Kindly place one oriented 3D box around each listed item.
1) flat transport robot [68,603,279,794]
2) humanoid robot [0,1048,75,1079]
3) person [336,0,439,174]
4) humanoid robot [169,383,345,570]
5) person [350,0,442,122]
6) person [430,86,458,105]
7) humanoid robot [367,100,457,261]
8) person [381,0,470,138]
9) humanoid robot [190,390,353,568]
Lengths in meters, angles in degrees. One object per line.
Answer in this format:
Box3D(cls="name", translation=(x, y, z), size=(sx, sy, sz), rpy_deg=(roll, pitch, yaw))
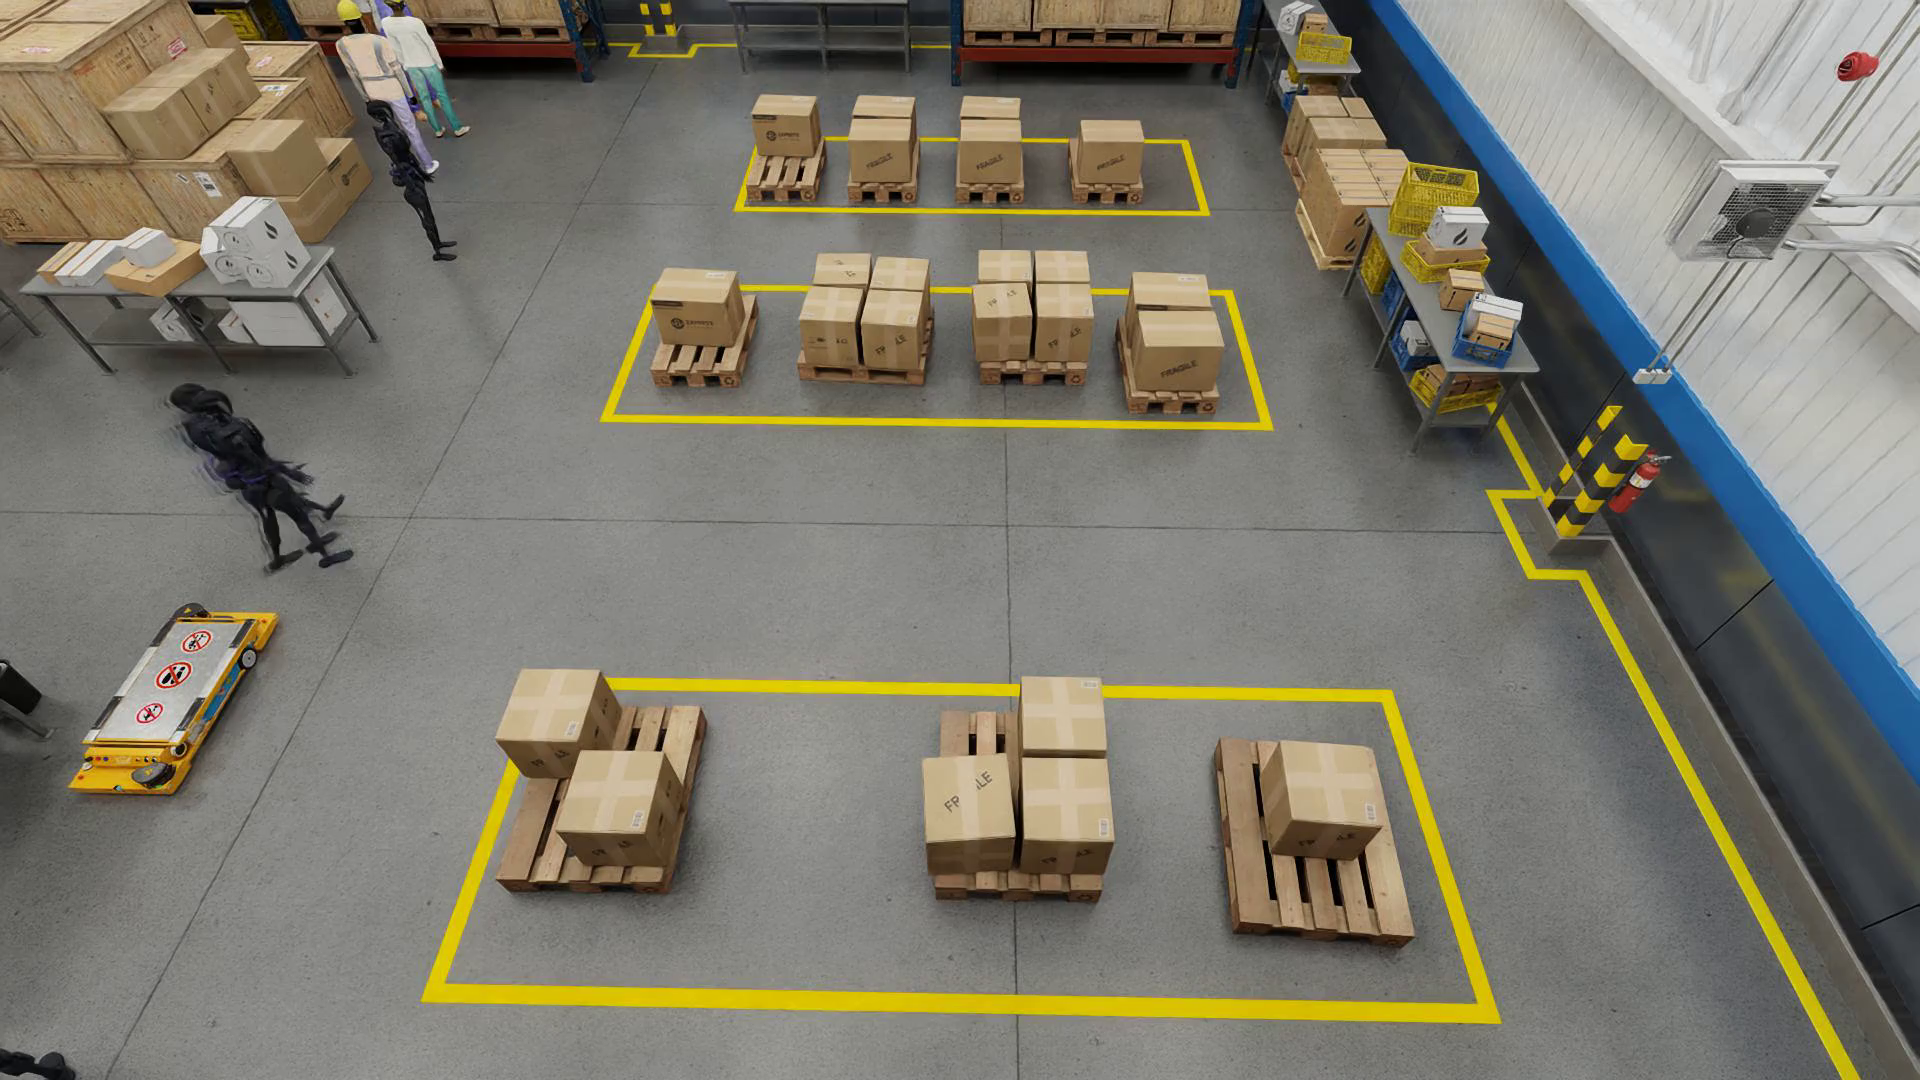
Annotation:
Box3D(cls="flat transport robot", translation=(-5.504, 1.072, 6.442), size=(0.652, 0.197, 1.431), rpy_deg=(1, 50, 1))
Box3D(cls="humanoid robot", translation=(-5.055, 2.473, 4.350), size=(0.328, 1.652, 0.573), rpy_deg=(18, 52, 14))
Box3D(cls="person", translation=(-6.724, -5.253, 10.734), size=(0.588, 1.919, 0.404), rpy_deg=(-7, 50, -6))
Box3D(cls="humanoid robot", translation=(-5.299, -0.514, 6.898), size=(0.585, 1.620, 0.772), rpy_deg=(34, 58, 25))
Box3D(cls="person", translation=(-7.144, -6.448, 11.664), size=(0.537, 2.000, 0.687), rpy_deg=(16, 52, 13))
Box3D(cls="person", translation=(-7.268, -6.505, 11.777), size=(0.877, 1.942, 0.615), rpy_deg=(11, 51, 9))
Box3D(cls="humanoid robot", translation=(-5.734, -3.769, 9.622), size=(0.323, 1.660, 0.596), rpy_deg=(-13, 51, -11))
Box3D(cls="person", translation=(-6.685, -5.910, 11.386), size=(0.532, 1.768, 0.309), rpy_deg=(-1, 50, -1))
Box3D(cls="humanoid robot", translation=(-5.110, -0.456, 6.822), size=(0.610, 1.656, 0.343), rpy_deg=(34, 58, 25))
